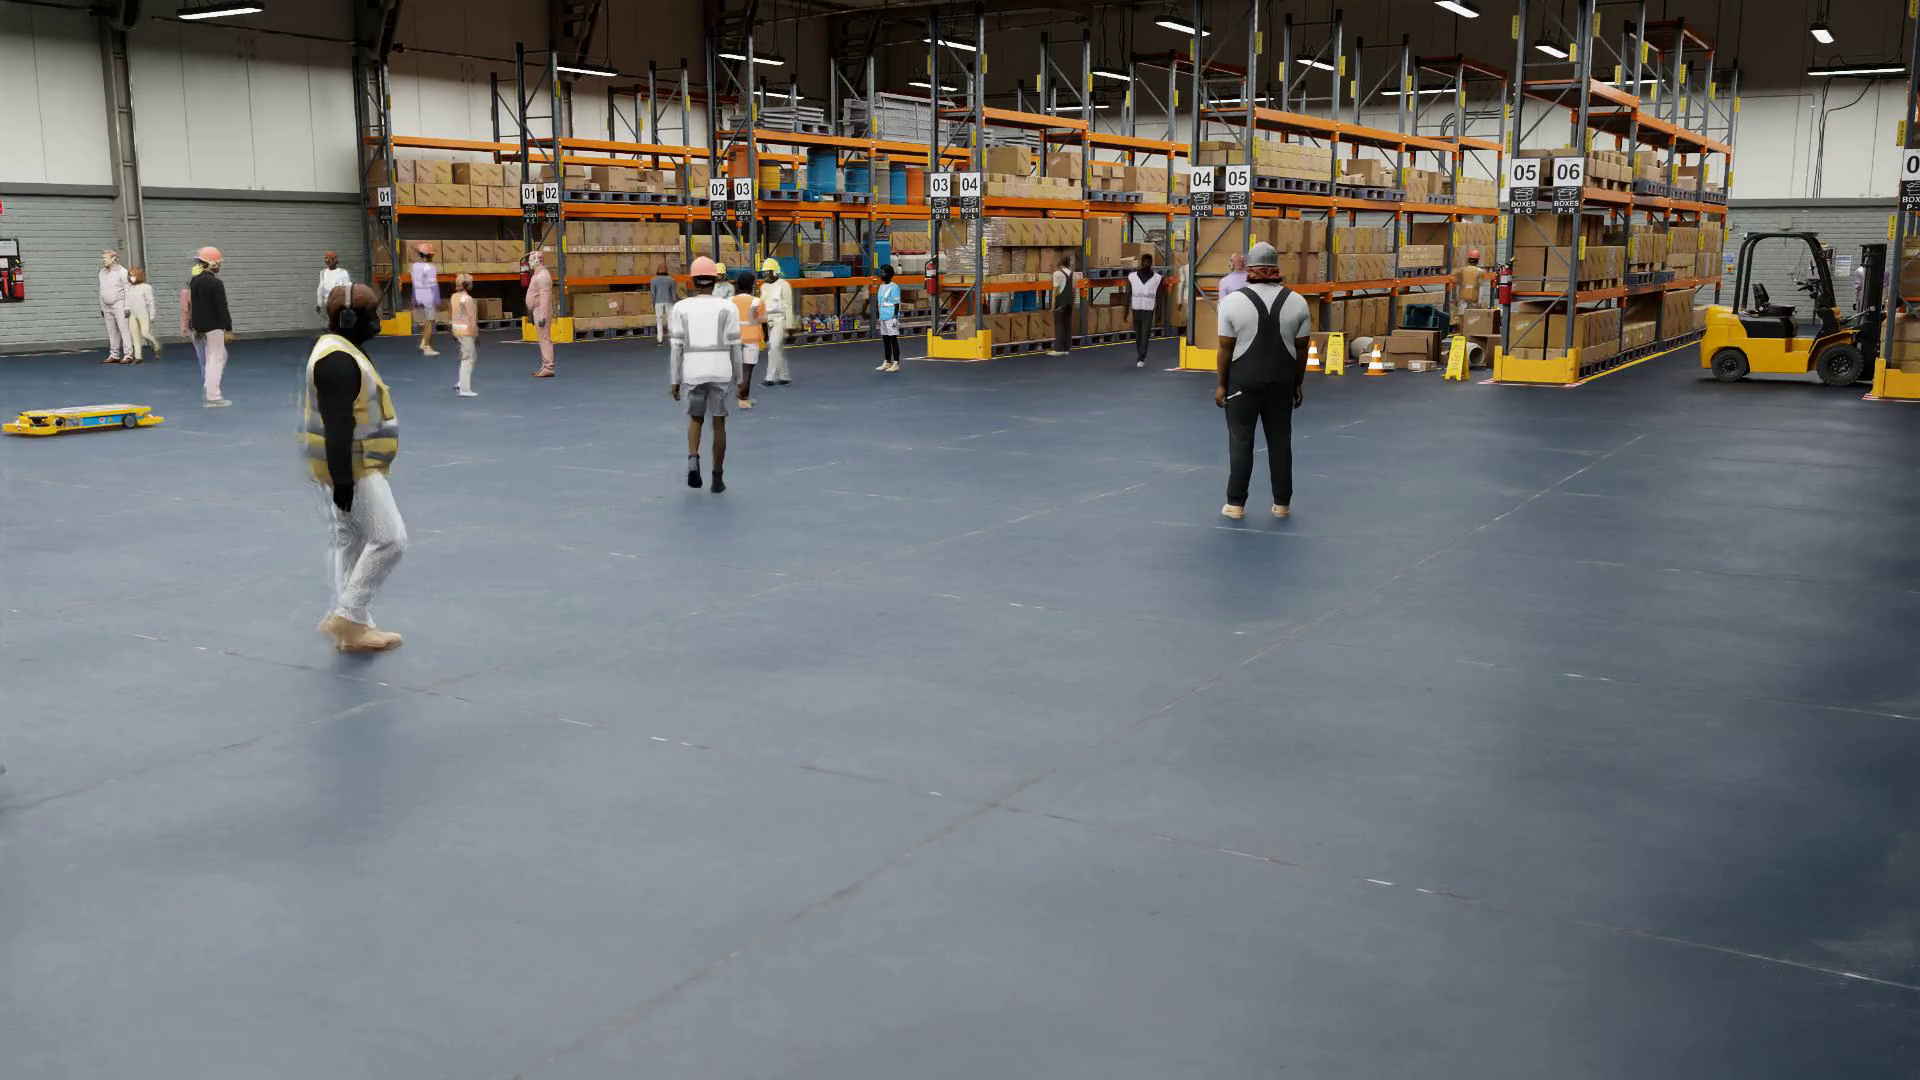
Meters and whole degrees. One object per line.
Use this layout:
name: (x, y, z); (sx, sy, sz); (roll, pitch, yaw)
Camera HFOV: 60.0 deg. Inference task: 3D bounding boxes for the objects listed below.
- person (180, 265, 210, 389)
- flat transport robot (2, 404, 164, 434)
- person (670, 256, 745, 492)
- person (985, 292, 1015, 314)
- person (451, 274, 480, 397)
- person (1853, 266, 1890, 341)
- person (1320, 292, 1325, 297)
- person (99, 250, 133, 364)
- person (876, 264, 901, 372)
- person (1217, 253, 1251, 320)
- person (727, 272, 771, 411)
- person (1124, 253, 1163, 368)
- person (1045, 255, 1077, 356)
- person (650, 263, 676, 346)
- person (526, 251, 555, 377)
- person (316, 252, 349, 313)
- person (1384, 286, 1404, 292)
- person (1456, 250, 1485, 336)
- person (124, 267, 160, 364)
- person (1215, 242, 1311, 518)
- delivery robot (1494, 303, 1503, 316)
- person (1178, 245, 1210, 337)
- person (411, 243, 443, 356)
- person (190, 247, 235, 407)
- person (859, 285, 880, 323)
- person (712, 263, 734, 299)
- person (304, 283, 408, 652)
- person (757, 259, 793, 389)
person: (-10.404, -2.904, 22.843); (0.520, 1.720, 0.922); (-2, 10, -11)
flat transport robot: (-9.505, -1.322, 18.053); (0.652, 0.197, 1.431); (6, 12, 32)
person: (-2.056, -1.341, 13.545); (0.562, 1.917, 0.450); (0, 10, 1)
person: (0.799, -4.815, 32.986); (0.624, 1.931, 0.371); (0, 10, 0)
person: (-6.516, -2.703, 21.997); (0.393, 1.620, 0.535); (-9, 13, -40)
person: (17.269, -4.554, 31.556); (0.582, 1.919, 0.391); (6, 12, 29)
person: (9.368, -6.496, 42.335); (0.641, 1.931, 1.009); (-2, 10, -9)
person: (-14.246, -3.921, 28.025); (0.642, 1.909, 0.399); (4, 11, 21)
person: (-1.130, -3.489, 26.197); (0.317, 1.695, 0.540); (-6, 12, -31)
person: (3.844, -3.010, 22.957); (0.660, 1.892, 0.620); (-3, 10, -15)
person: (-2.557, -2.431, 20.329); (0.546, 1.661, 0.752); (4, 11, 19)
person: (3.022, -3.775, 27.344); (0.597, 1.867, 0.961); (2, 10, 13)
person: (1.800, -4.203, 29.903); (0.723, 1.810, 0.373); (-7, 12, -33)
person: (-5.876, -4.665, 32.956); (0.504, 1.632, 0.270); (-3, 11, -16)
person: (-6.373, -3.421, 25.226); (0.402, 1.906, 0.652); (-3, 11, -16)
person: (-11.317, -4.233, 29.916); (0.580, 1.863, 0.716); (4, 11, 20)
person: (10.265, -5.808, 39.383); (0.524, 1.620, 0.550); (7, 12, 35)
person: (10.035, -4.757, 32.770); (0.558, 1.899, 0.977); (5, 11, 25)
person: (-13.837, -3.784, 28.064); (0.511, 1.621, 0.475); (1, 10, 6)
person: (2.204, -1.180, 12.301); (0.689, 2.000, 0.537); (-1, 10, -5)
delivery robot: (12.973, -5.530, 40.564); (0.707, 0.478, 0.477); (2, 10, 8)
person: (4.323, -4.498, 31.001); (0.599, 2.008, 0.995); (7, 12, 35)
person: (-9.546, -4.310, 29.875); (0.632, 2.022, 0.468); (7, 13, 36)
person: (-9.206, -2.631, 20.601); (0.646, 1.971, 0.527); (8, 13, 37)
person: (-2.236, -6.457, 42.185); (0.607, 1.930, 0.951); (5, 11, 26)
person: (-3.803, -3.516, 26.286); (0.501, 1.704, 0.682); (-1, 10, -4)
person: (-2.951, -0.336, 8.162); (0.455, 1.828, 0.657); (-3, 11, -16)
person: (-2.666, -3.019, 23.265); (0.791, 1.798, 0.622); (-9, 14, -42)
